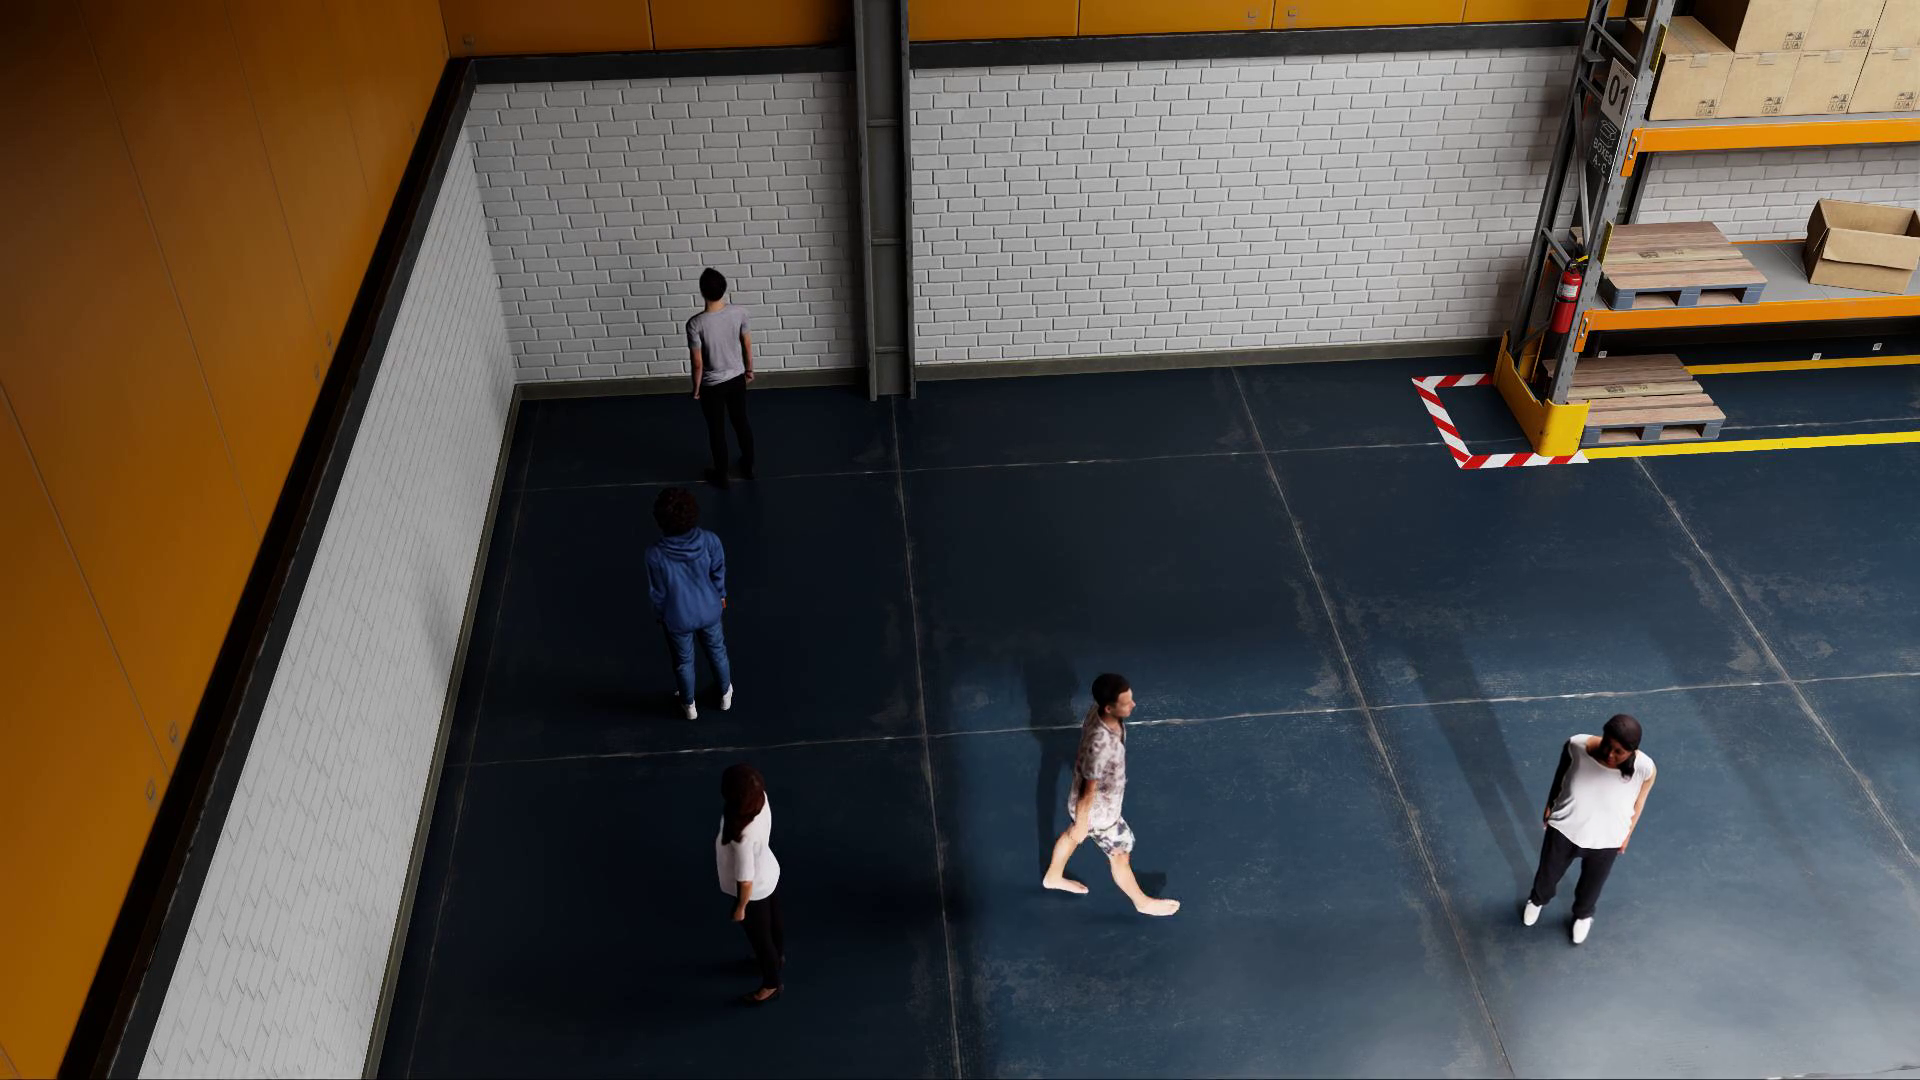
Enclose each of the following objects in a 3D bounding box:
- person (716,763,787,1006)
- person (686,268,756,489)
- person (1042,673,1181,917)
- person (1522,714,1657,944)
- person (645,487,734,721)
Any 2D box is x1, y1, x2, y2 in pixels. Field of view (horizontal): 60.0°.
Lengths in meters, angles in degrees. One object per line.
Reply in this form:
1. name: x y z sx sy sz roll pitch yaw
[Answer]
1. person: -1.094 1.848 8.969 0.570 1.795 0.640 3 39 4
2. person: -1.826 -1.230 12.769 0.656 1.864 0.807 -21 43 -24
3. person: 0.697 1.448 9.479 1.129 1.783 0.864 6 39 7
4. person: 3.546 1.601 9.367 0.731 1.684 0.824 19 42 22
5. person: -1.742 0.417 10.748 0.619 1.811 0.793 -14 41 -16
